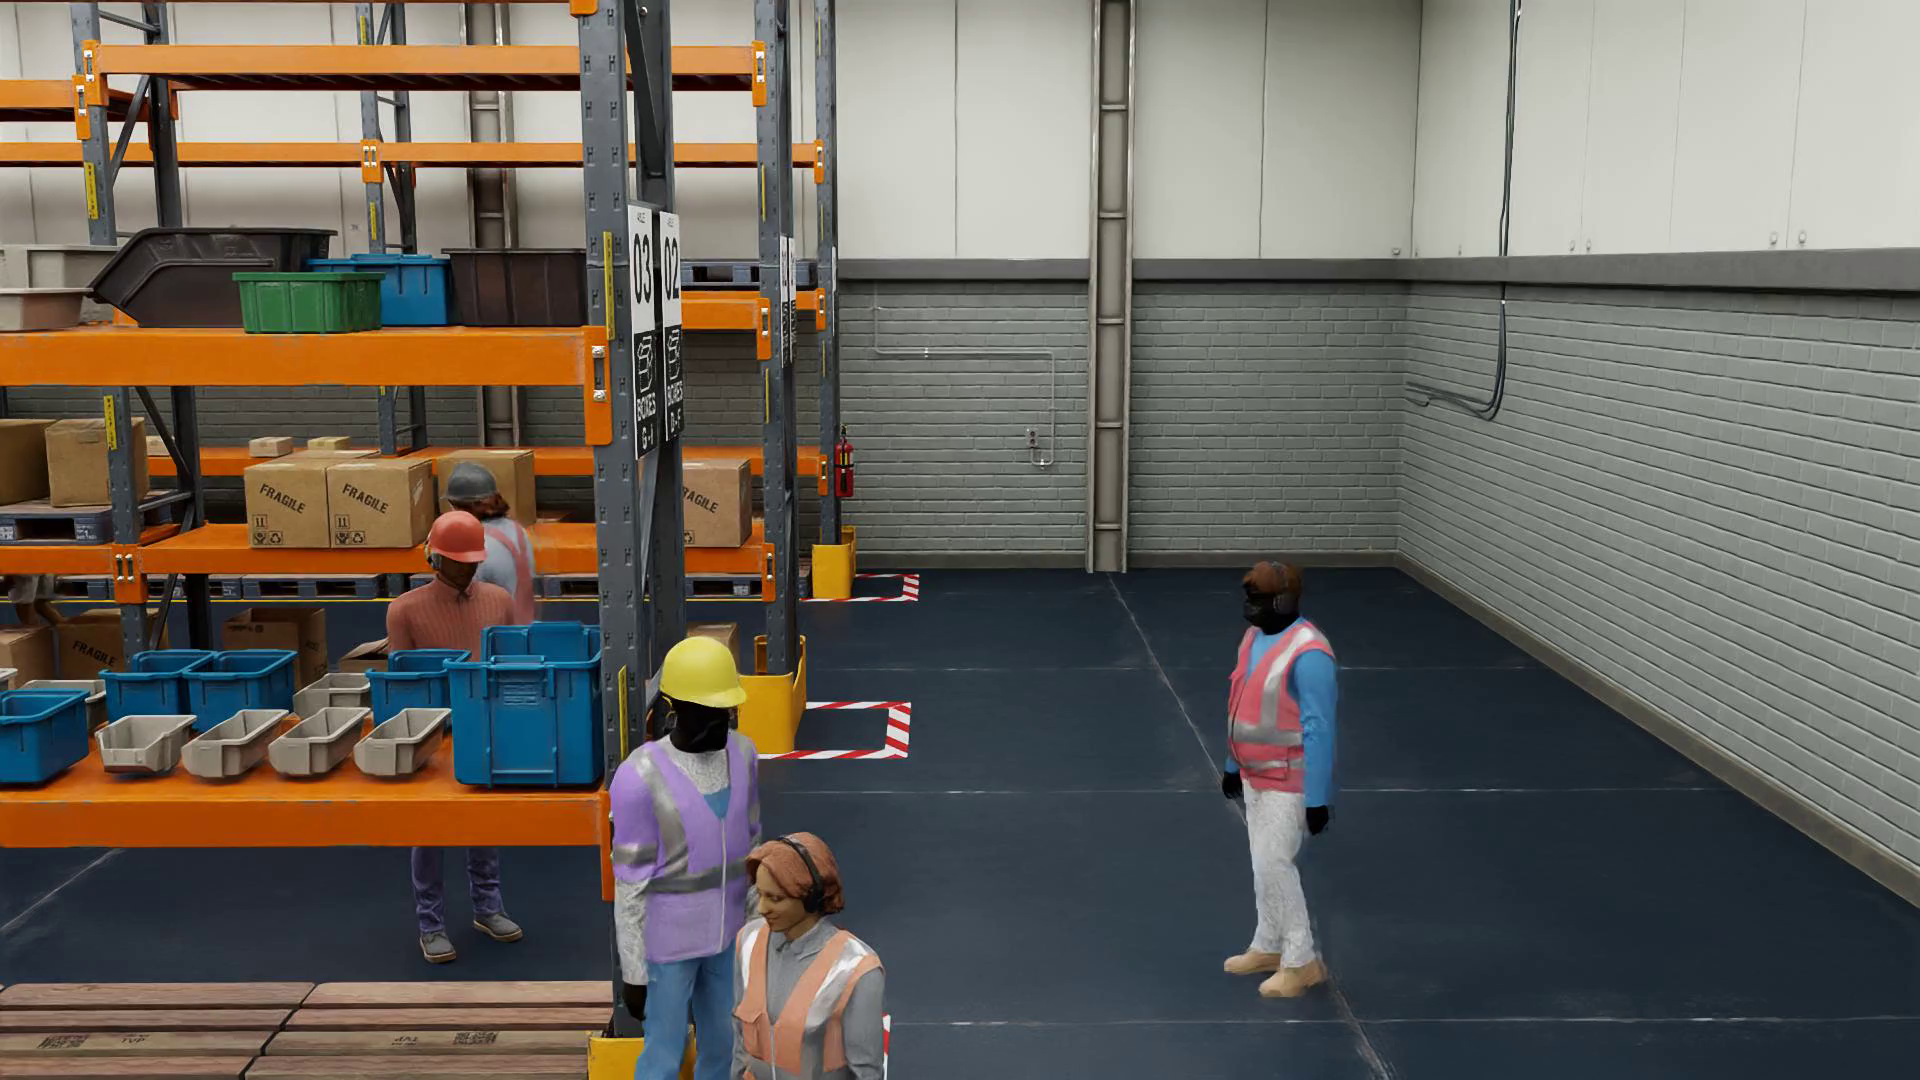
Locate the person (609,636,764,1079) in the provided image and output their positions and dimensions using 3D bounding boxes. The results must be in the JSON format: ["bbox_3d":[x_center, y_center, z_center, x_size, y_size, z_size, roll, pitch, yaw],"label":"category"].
[{"bbox_3d":[-0.820,1.235,5.236,0.411,1.917,0.602,7,12,37],"label":"person"}]

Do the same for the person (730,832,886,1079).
[{"bbox_3d":[-0.388,1.534,4.273,0.524,1.631,0.316,8,12,39],"label":"person"}]

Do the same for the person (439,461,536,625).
[{"bbox_3d":[-2.556,0.565,8.962,0.572,2.000,0.689,1,9,9],"label":"person"}]

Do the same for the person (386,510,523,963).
[{"bbox_3d":[-2.213,0.850,7.373,0.611,1.988,0.391,-9,13,-43],"label":"person"}]

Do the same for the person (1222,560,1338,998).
[{"bbox_3d":[1.335,0.994,7.009,0.431,1.833,0.658,-2,9,-12],"label":"person"}]
